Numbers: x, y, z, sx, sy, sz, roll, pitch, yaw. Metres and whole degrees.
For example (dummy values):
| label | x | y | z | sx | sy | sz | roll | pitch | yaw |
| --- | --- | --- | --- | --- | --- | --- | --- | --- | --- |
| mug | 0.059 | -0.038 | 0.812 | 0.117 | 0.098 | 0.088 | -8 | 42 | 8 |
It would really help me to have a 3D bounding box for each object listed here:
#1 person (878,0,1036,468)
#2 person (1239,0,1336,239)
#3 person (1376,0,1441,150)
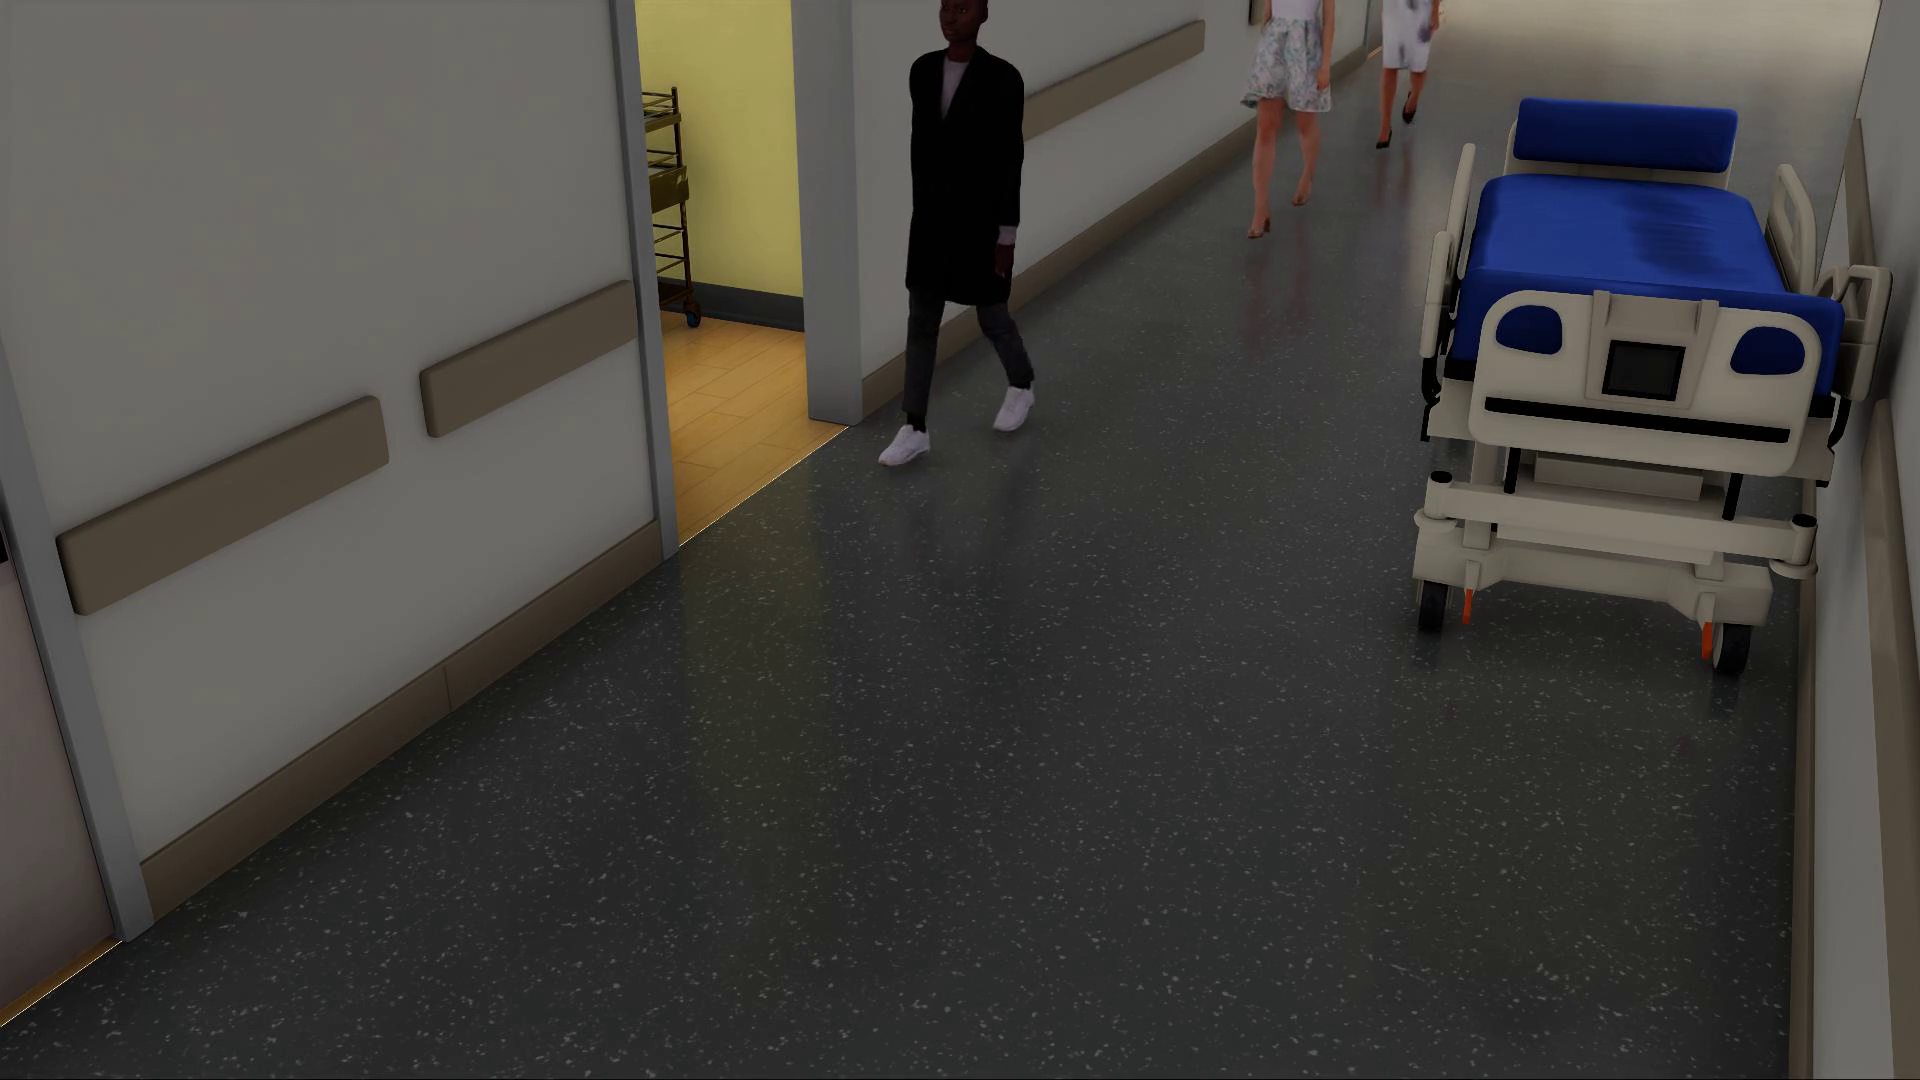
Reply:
| label | x | y | z | sx | sy | sz | roll | pitch | yaw |
| --- | --- | --- | --- | --- | --- | --- | --- | --- | --- |
| person | 0.076 | -1.171 | 6.175 | 1.034 | 1.727 | 0.803 | 15 | 30 | 29 |
| person | 1.846 | -2.548 | 9.033 | 1.111 | 1.724 | 0.719 | 14 | 29 | 27 |
| person | 2.985 | -3.492 | 10.992 | 0.965 | 1.723 | 0.693 | 9 | 27 | 19 |
